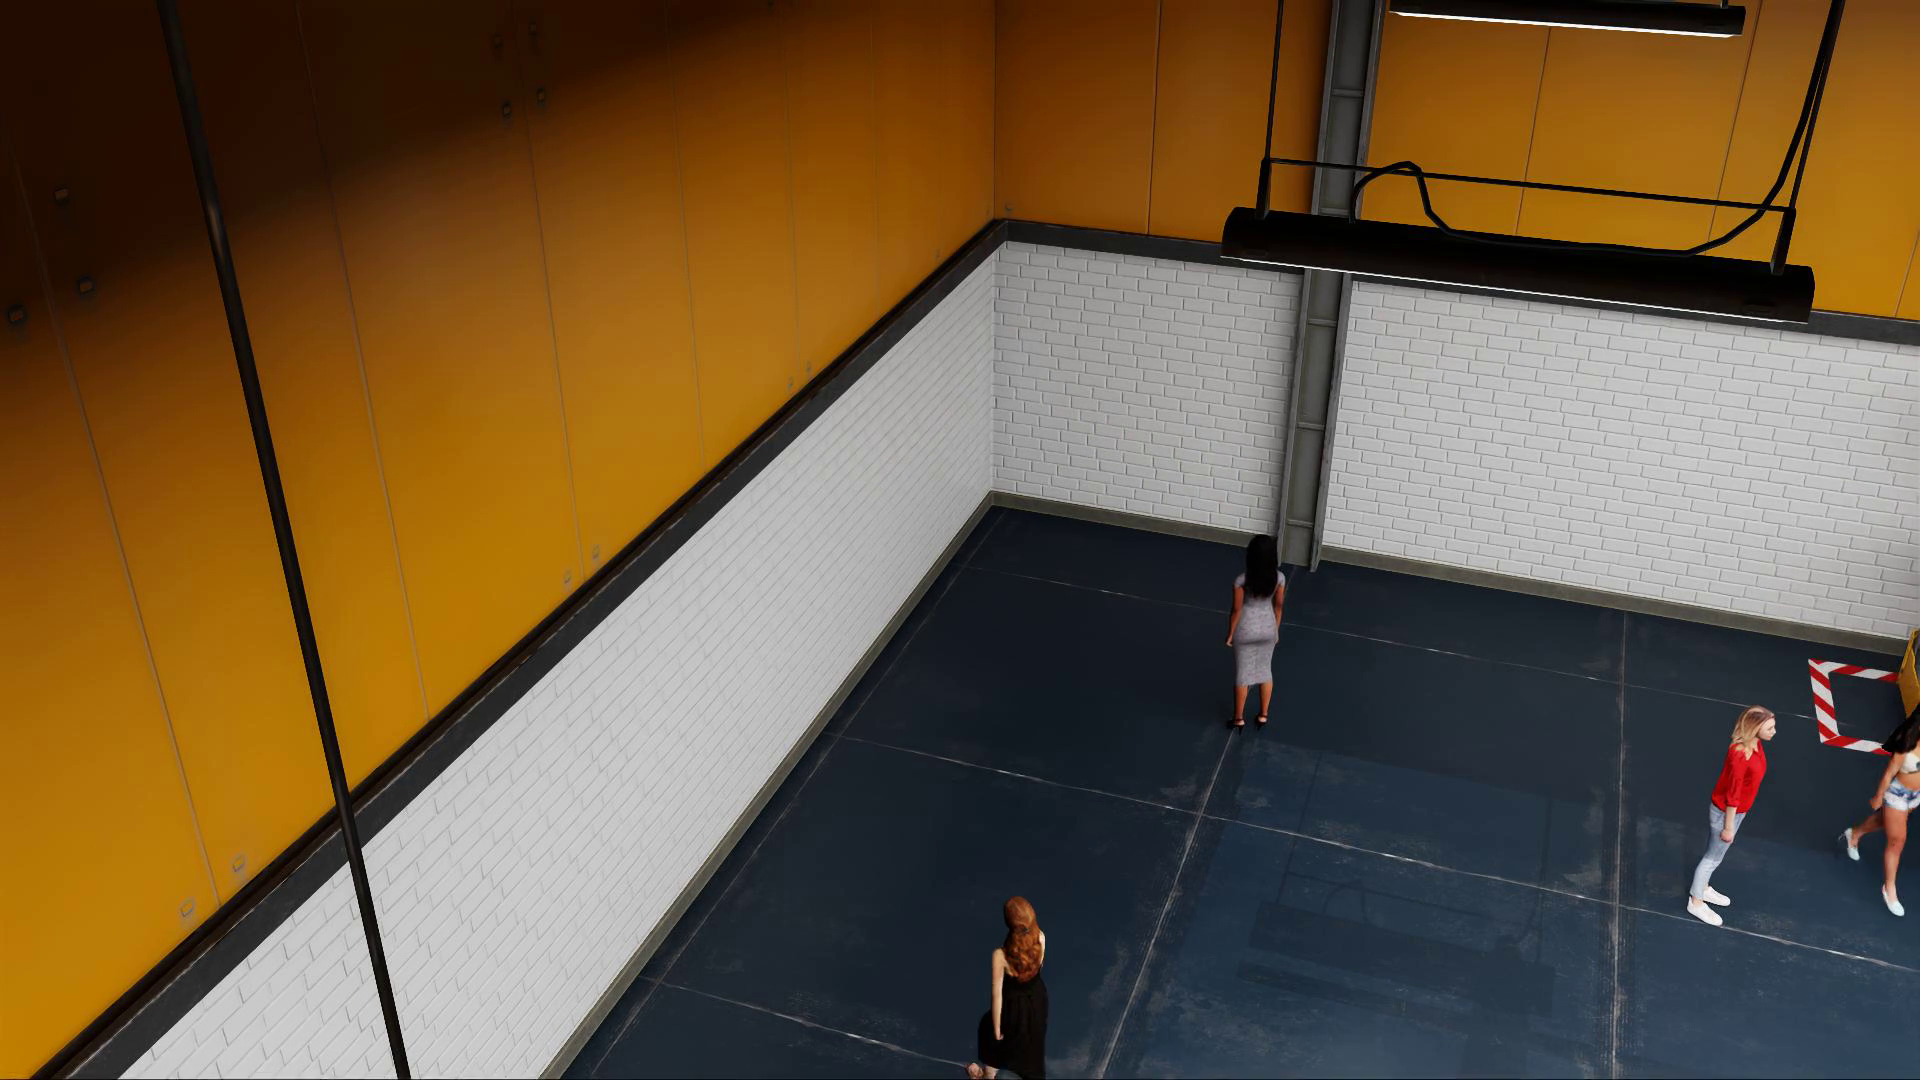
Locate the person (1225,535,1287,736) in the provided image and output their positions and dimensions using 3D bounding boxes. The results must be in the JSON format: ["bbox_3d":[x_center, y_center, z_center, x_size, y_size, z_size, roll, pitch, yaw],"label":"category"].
[{"bbox_3d":[2.351,0.761,13.249,0.604,1.781,0.721,-4,29,-7],"label":"person"}]

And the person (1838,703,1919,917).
[{"bbox_3d":[6.528,1.764,11.617,1.017,1.583,0.960,-6,29,-11],"label":"person"}]

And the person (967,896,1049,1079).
[{"bbox_3d":[0.392,2.801,9.697,0.867,1.602,0.954,-15,32,-25],"label":"person"}]

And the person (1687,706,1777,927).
[{"bbox_3d":[5.253,1.842,11.347,0.596,1.705,0.665,18,34,30],"label":"person"}]
